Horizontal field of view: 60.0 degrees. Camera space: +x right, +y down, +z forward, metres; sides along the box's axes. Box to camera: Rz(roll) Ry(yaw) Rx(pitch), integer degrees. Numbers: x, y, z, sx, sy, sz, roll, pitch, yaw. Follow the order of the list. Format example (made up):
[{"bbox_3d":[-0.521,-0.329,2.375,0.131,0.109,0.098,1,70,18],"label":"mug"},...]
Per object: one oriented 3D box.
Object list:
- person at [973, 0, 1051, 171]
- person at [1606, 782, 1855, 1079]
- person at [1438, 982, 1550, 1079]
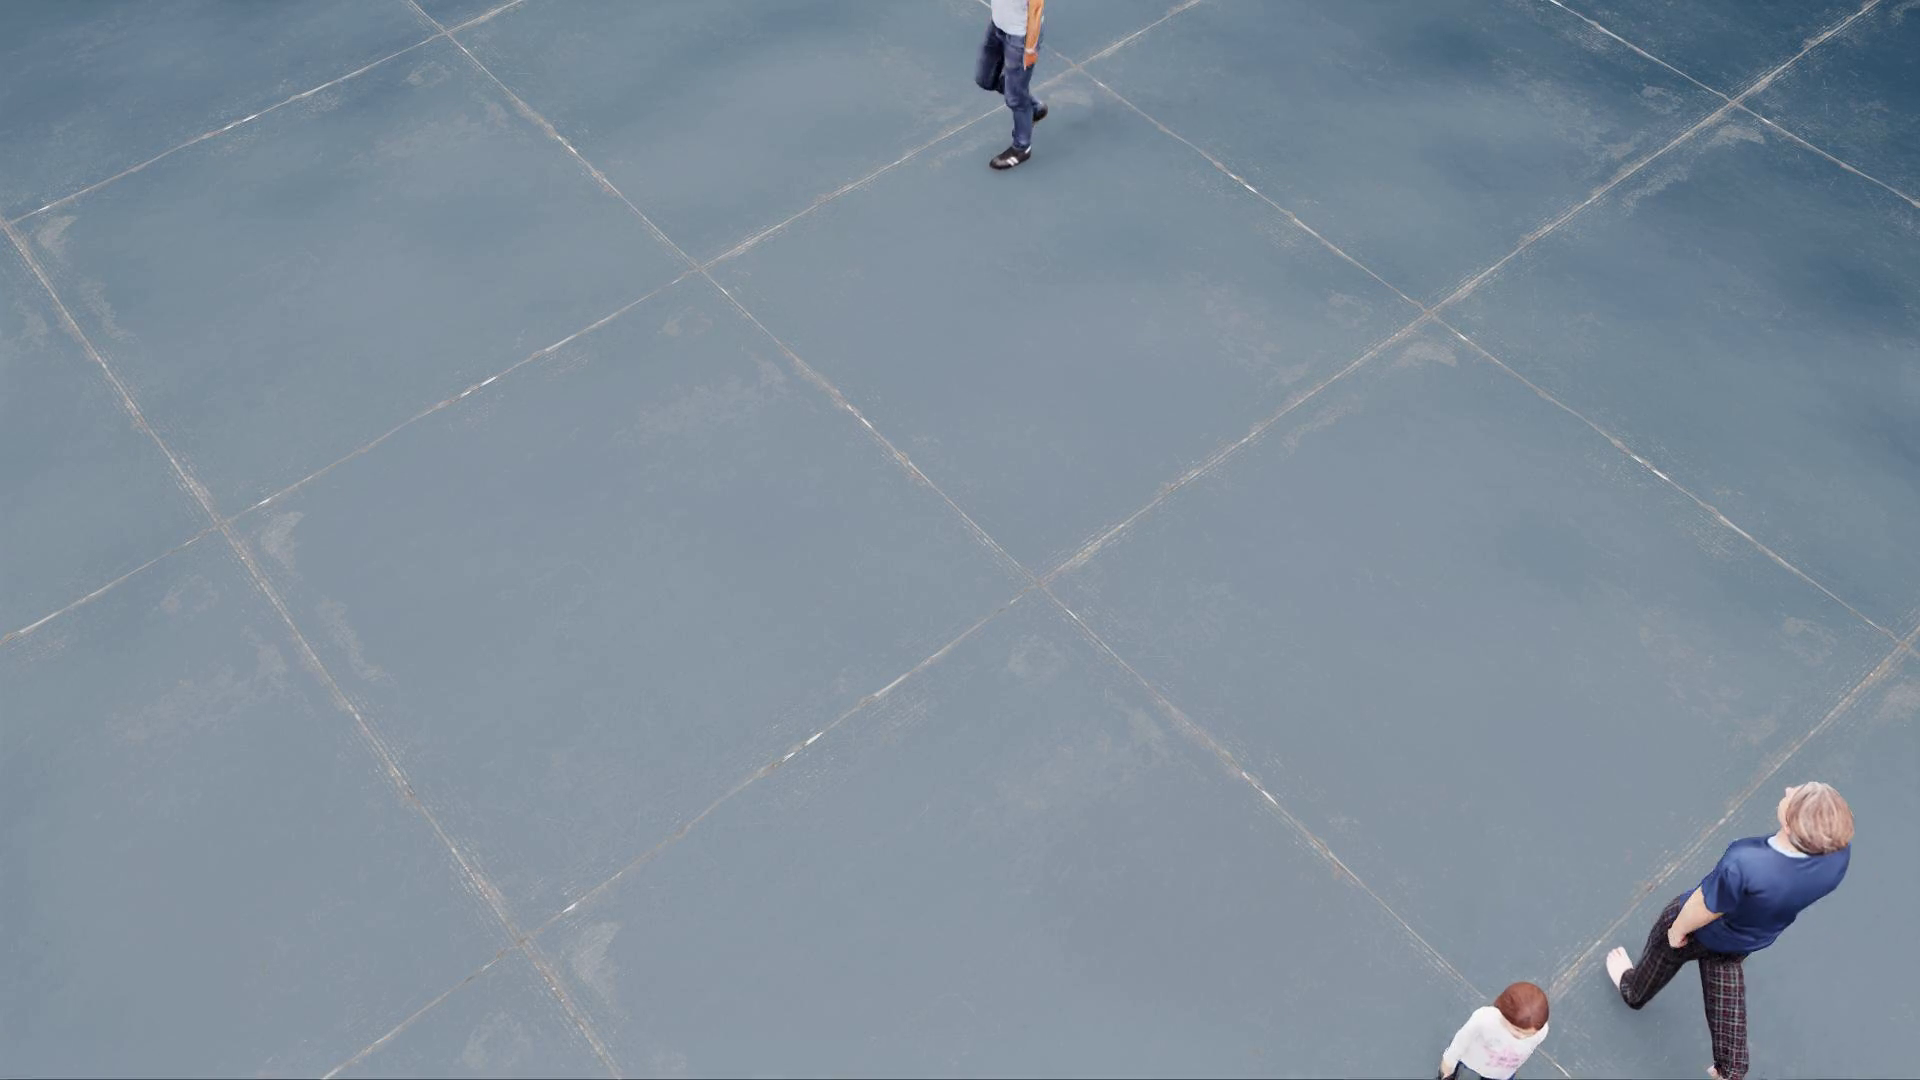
[{"bbox_3d":[0.398,-3.002,9.694,0.748,1.854,0.706,-25,56,-18],"label":"person"},{"bbox_3d":[2.925,1.489,6.217,1.006,1.853,1.009,-6,52,-5],"label":"person"},{"bbox_3d":[2.028,1.911,6.379,0.729,1.081,0.845,12,53,9],"label":"person"}]
